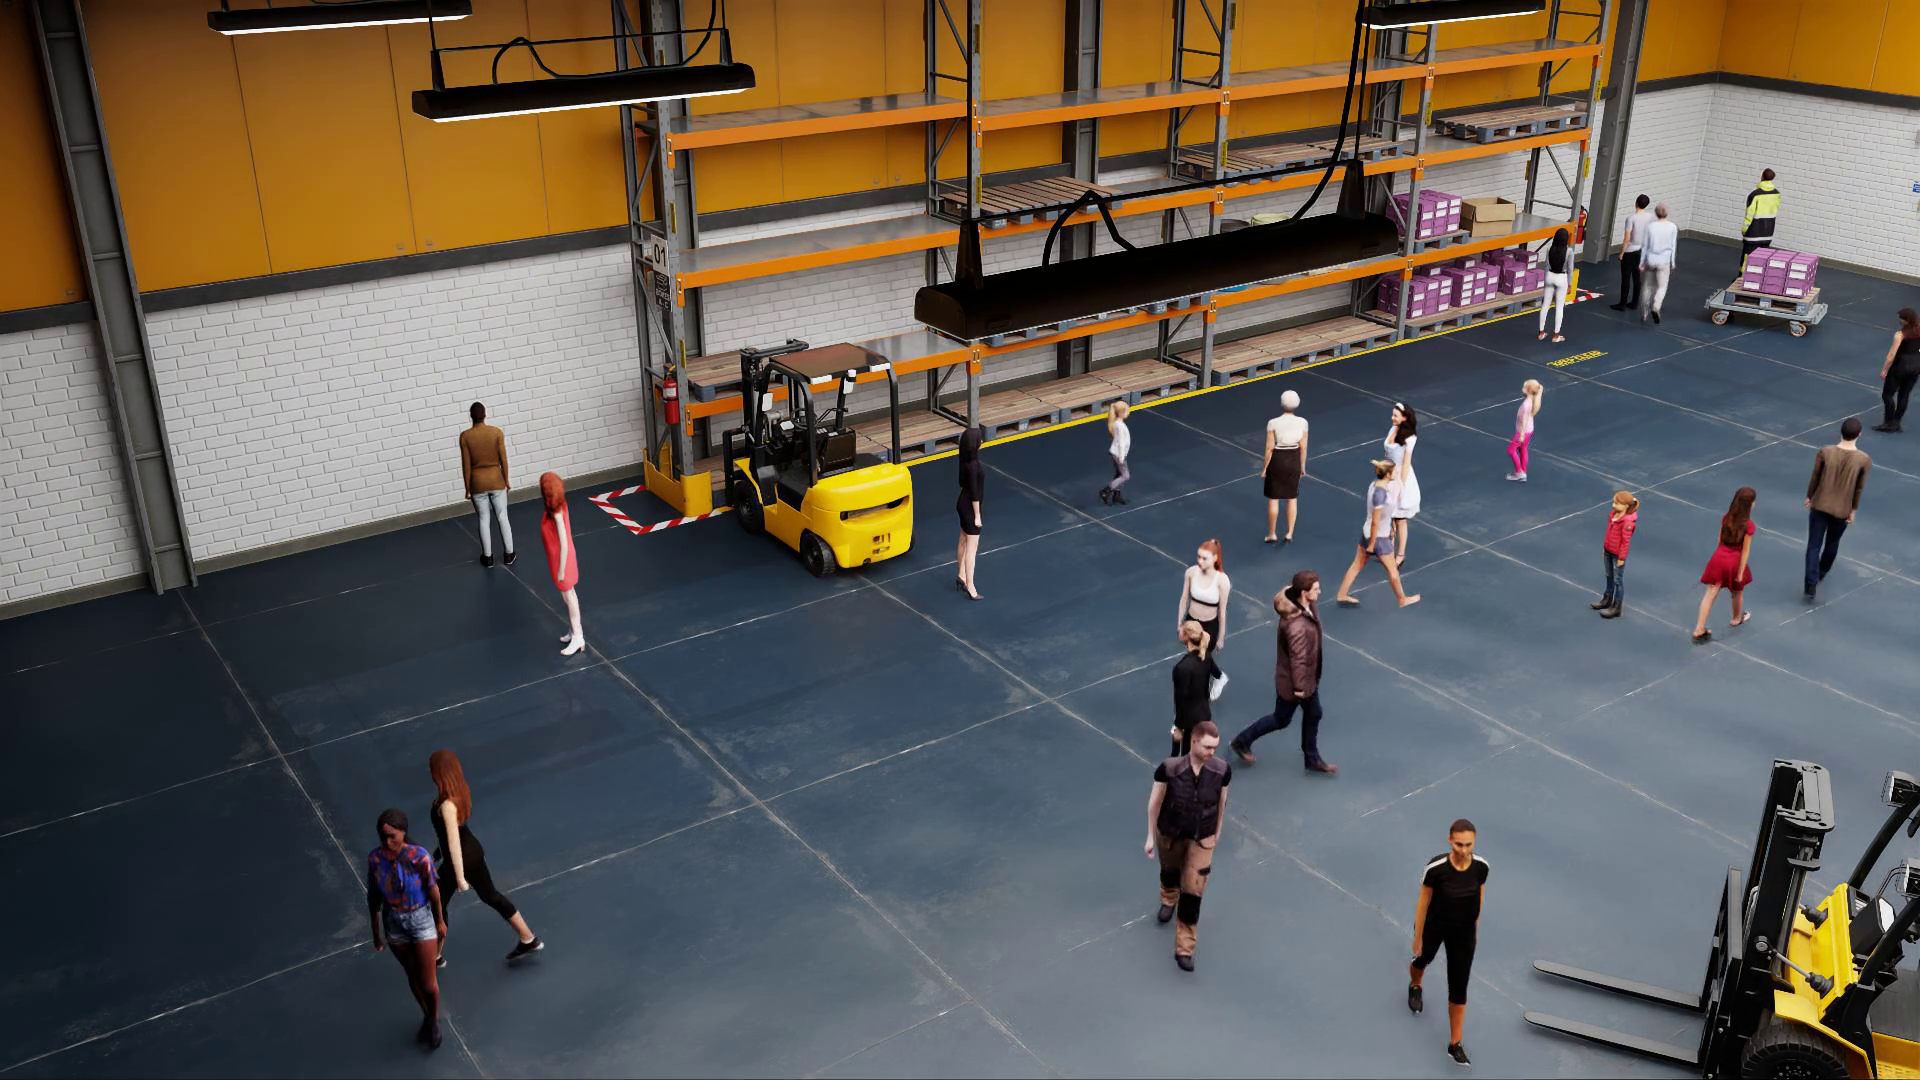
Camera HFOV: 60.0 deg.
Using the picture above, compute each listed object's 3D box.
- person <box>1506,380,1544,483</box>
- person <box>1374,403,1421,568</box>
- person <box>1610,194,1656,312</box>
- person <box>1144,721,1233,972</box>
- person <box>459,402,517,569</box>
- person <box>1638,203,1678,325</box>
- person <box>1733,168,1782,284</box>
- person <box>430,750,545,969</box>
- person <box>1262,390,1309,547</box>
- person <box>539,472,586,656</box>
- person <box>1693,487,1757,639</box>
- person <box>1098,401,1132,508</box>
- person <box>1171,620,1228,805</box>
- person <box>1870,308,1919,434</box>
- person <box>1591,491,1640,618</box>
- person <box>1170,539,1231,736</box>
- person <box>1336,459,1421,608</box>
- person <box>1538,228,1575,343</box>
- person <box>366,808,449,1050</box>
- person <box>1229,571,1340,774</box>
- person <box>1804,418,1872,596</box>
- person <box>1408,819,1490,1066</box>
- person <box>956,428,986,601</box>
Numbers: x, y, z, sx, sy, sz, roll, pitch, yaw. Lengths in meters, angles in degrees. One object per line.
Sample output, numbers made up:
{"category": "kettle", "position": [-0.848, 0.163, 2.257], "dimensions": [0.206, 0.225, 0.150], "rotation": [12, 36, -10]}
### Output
{"category": "person", "position": [6.784, -1.292, 19.827], "dimensions": [0.644, 1.266, 0.551], "rotation": [15, 28, 30]}
{"category": "person", "position": [4.591, -0.570, 17.489], "dimensions": [0.820, 1.816, 0.785], "rotation": [-8, 25, -17]}
{"category": "person", "position": [10.812, -4.606, 26.663], "dimensions": [0.605, 1.863, 0.788], "rotation": [-7, 25, -15]}
{"category": "person", "position": [1.579, 2.007, 11.639], "dimensions": [1.175, 1.781, 1.239], "rotation": [5, 24, 10]}
{"category": "person", "position": [-4.986, -0.591, 17.537], "dimensions": [0.586, 1.816, 0.755], "rotation": [-8, 25, -17]}
{"category": "person", "position": [10.843, -4.261, 25.875], "dimensions": [0.978, 1.862, 1.154], "rotation": [14, 27, 29]}
{"category": "person", "position": [13.469, -5.275, 28.044], "dimensions": [0.733, 1.983, 0.913], "rotation": [-6, 24, -13]}
{"category": "person", "position": [-3.290, 2.195, 11.330], "dimensions": [1.179, 1.683, 1.034], "rotation": [0, 24, 1]}
{"category": "person", "position": [3.512, -0.771, 18.028], "dimensions": [0.659, 1.754, 0.777], "rotation": [-1, 24, -2]}
{"category": "person", "position": [-3.750, 0.205, 15.704], "dimensions": [0.645, 1.825, 0.674], "rotation": [-5, 24, -12]}
{"category": "person", "position": [7.347, 0.257, 15.985], "dimensions": [1.047, 1.507, 0.553], "rotation": [-15, 28, -30]}
{"category": "person", "position": [1.766, -0.986, 19.123], "dimensions": [0.725, 1.270, 0.637], "rotation": [-2, 24, -4]}
{"category": "person", "position": [1.878, 1.453, 13.025], "dimensions": [0.843, 1.684, 0.812], "rotation": [19, 30, 36]}
{"category": "person", "position": [12.176, -2.188, 21.393], "dimensions": [0.682, 1.654, 0.846], "rotation": [2, 24, 4]}
{"category": "person", "position": [6.541, 0.124, 16.528], "dimensions": [0.590, 1.314, 0.572], "rotation": [-5, 24, -10]}
{"category": "person", "position": [2.154, 0.791, 14.524], "dimensions": [0.802, 1.698, 1.259], "rotation": [20, 30, 38]}
{"category": "person", "position": [4.064, -0.031, 16.569], "dimensions": [1.100, 1.566, 0.948], "rotation": [0, 24, 0]}
{"category": "person", "position": [9.023, -3.873, 25.160], "dimensions": [0.628, 1.725, 0.586], "rotation": [21, 31, 39]}
{"category": "person", "position": [-3.509, 2.443, 10.702], "dimensions": [0.704, 1.731, 0.780], "rotation": [0, 24, 0]}
{"category": "person", "position": [2.680, 1.106, 13.656], "dimensions": [1.206, 1.815, 1.229], "rotation": [9, 25, 19]}
{"category": "person", "position": [8.797, -0.295, 16.820], "dimensions": [1.022, 1.848, 1.271], "rotation": [12, 26, 25]}
{"category": "person", "position": [3.117, 2.474, 10.771], "dimensions": [1.119, 1.620, 1.085], "rotation": [0, 24, 1]}
{"category": "person", "position": [0.098, -0.279, 16.836], "dimensions": [0.604, 1.805, 0.656], "rotation": [-6, 24, -13]}
